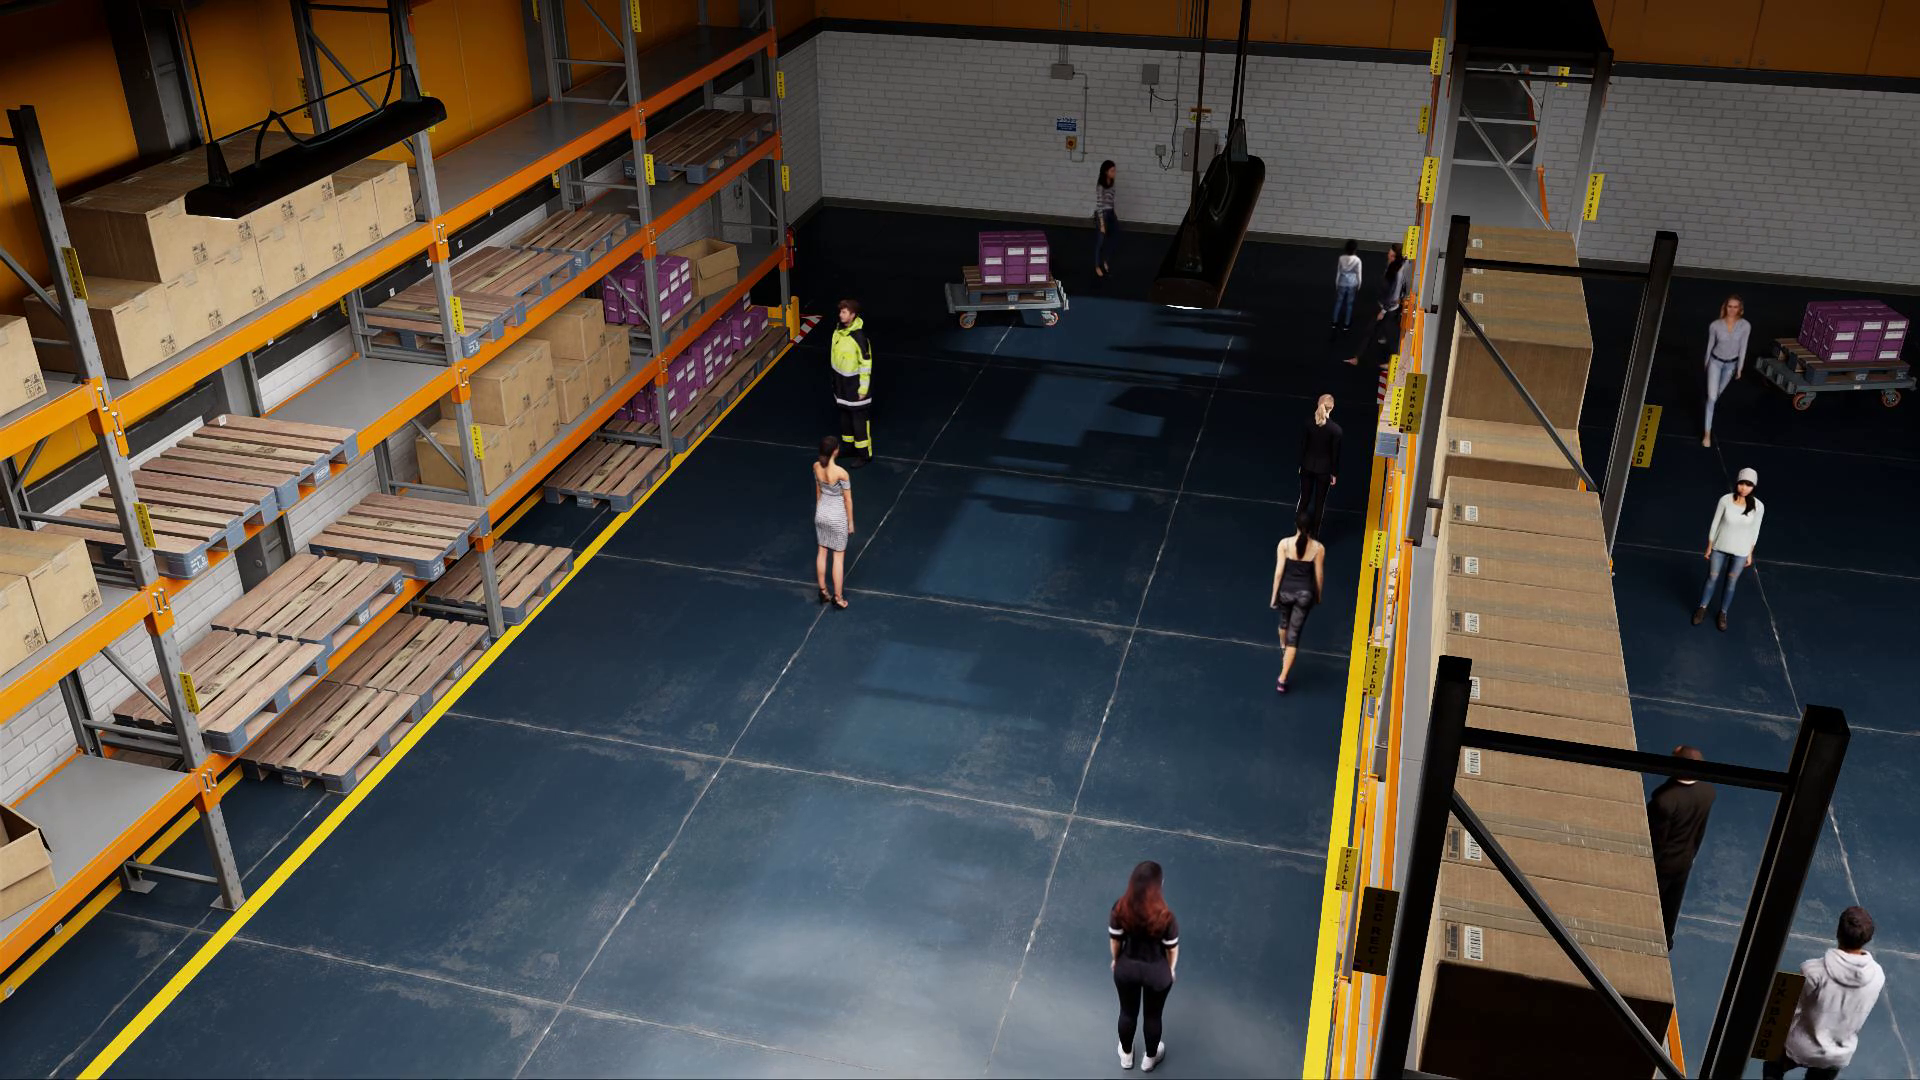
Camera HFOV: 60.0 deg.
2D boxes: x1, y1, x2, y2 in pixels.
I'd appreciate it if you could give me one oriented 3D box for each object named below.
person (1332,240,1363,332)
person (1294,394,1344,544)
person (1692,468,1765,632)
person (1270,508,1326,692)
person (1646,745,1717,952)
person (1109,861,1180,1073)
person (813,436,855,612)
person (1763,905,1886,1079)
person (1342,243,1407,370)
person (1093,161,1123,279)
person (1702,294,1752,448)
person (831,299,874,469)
[{"bbox_3d":[5.263,-3.469,22.614,0.539,1.259,0.571,15,32,25],"label":"person"},{"bbox_3d":[3.657,-0.699,17.071,0.671,1.704,0.631,18,33,29],"label":"person"},{"bbox_3d":[7.278,0.073,15.717,0.599,1.645,0.542,12,31,21],"label":"person"},{"bbox_3d":[2.973,0.561,14.766,0.580,1.698,1.045,7,29,13],"label":"person"},{"bbox_3d":[4.863,2.228,11.496,0.801,1.904,0.836,-12,31,-21],"label":"person"},{"bbox_3d":[1.184,2.772,10.777,0.590,1.638,0.565,8,30,14],"label":"person"},{"bbox_3d":[-1.244,-0.168,15.980,0.644,1.817,0.628,18,33,29],"label":"person"},{"bbox_3d":[5.173,3.074,9.937,0.748,1.912,0.705,-1,29,-1],"label":"person"},{"bbox_3d":[5.527,-2.956,21.180,0.980,1.732,1.038,-4,29,-7],"label":"person"},{"bbox_3d":[2.031,-4.668,24.275,0.780,1.773,0.678,18,34,30],"label":"person"},{"bbox_3d":[8.932,-2.040,19.486,0.612,1.745,1.213,9,30,16],"label":"person"},{"bbox_3d":[-1.214,-1.791,18.783,0.881,1.983,0.872,-22,35,-34],"label":"person"}]
